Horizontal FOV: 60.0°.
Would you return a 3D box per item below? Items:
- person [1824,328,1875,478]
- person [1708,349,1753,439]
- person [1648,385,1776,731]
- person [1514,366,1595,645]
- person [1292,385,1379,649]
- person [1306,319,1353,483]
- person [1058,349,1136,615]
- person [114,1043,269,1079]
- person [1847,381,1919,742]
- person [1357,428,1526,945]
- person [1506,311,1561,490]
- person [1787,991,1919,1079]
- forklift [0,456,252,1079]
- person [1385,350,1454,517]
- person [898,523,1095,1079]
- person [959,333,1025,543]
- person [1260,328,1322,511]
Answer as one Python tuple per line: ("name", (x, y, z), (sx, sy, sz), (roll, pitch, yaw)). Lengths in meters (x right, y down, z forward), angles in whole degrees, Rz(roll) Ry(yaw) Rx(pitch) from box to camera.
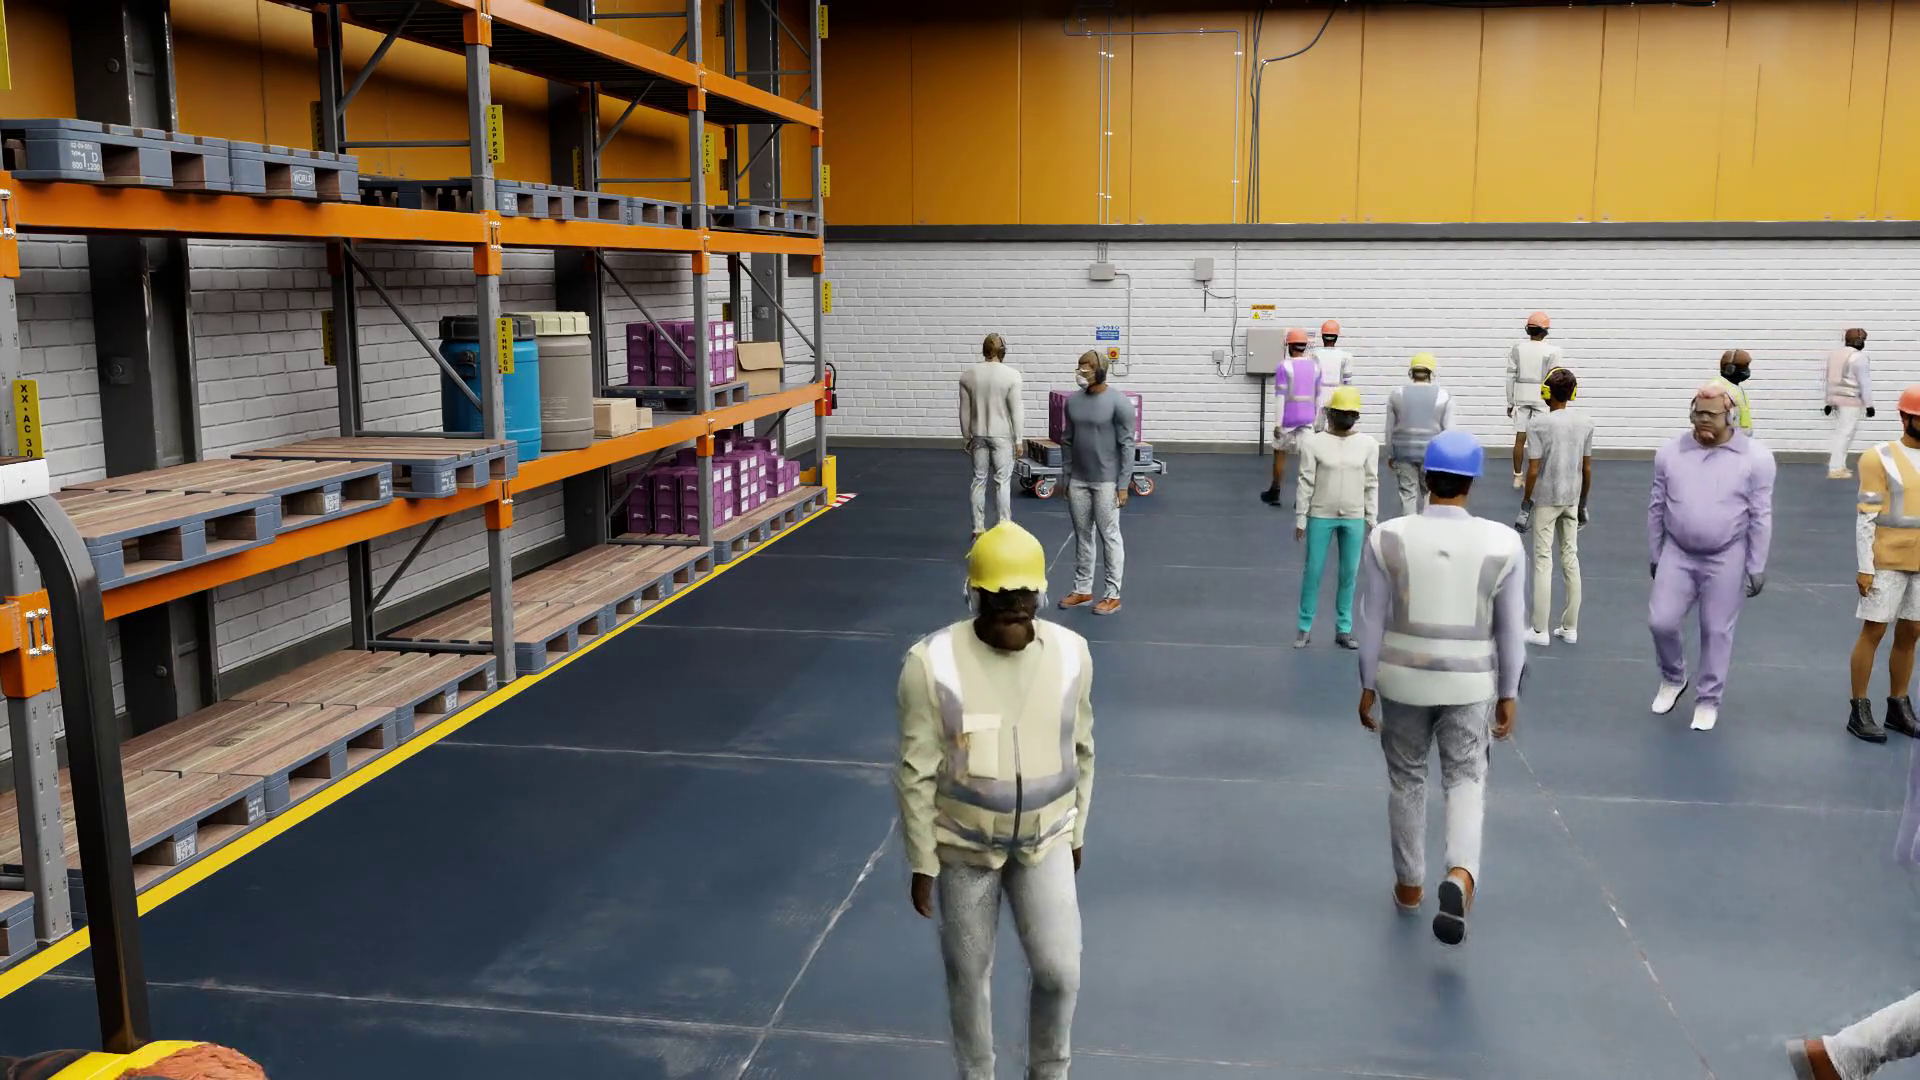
("person", (10.765, -1.640, 20.062), (0.570, 1.822, 0.630), (0, 9, -2))
("person", (6.653, -0.740, 14.479), (0.431, 1.836, 0.626), (8, 12, 40))
("person", (4.066, 0.104, 9.083), (0.649, 1.894, 0.434), (6, 11, 35))
("person", (3.984, -0.226, 11.163), (0.517, 1.874, 0.328), (-2, 9, -12))
("person", (2.474, -0.138, 11.012), (0.597, 1.765, 0.369), (0, 9, -1))
("person", (4.306, -1.608, 19.486), (0.548, 1.938, 0.358), (1, 9, 5))
("person", (0.997, -0.424, 12.186), (0.630, 1.936, 0.366), (9, 13, 44))
("person", (-0.673, 1.341, 1.633), (0.556, 1.838, 0.960), (3, 10, 16))
("person", (5.043, 0.115, 8.867), (0.542, 1.936, 0.364), (-2, 9, -10))
("person", (1.799, 0.549, 6.241), (0.613, 1.922, 0.753), (2, 9, 14))
("person", (6.546, -1.581, 18.989), (0.609, 2.044, 0.393), (7, 11, 36))
("person", (2.633, 0.860, 4.315), (0.748, 1.921, 0.631), (7, 12, 38))
("forklift", (-2.328, 0.975, 2.765), (2.313, 2.155, 1.214), (1, 9, 9))
("person", (4.027, -0.755, 14.618), (0.587, 1.811, 0.426), (2, 9, 14))
("person", (0.123, 0.852, 4.689), (0.590, 1.813, 0.547), (-2, 9, -11))
("person", (0.298, -0.928, 15.287), (0.635, 1.937, 0.355), (5, 10, 27))
("person", (3.497, -1.281, 17.567), (0.584, 1.900, 0.883), (-3, 10, -18))
